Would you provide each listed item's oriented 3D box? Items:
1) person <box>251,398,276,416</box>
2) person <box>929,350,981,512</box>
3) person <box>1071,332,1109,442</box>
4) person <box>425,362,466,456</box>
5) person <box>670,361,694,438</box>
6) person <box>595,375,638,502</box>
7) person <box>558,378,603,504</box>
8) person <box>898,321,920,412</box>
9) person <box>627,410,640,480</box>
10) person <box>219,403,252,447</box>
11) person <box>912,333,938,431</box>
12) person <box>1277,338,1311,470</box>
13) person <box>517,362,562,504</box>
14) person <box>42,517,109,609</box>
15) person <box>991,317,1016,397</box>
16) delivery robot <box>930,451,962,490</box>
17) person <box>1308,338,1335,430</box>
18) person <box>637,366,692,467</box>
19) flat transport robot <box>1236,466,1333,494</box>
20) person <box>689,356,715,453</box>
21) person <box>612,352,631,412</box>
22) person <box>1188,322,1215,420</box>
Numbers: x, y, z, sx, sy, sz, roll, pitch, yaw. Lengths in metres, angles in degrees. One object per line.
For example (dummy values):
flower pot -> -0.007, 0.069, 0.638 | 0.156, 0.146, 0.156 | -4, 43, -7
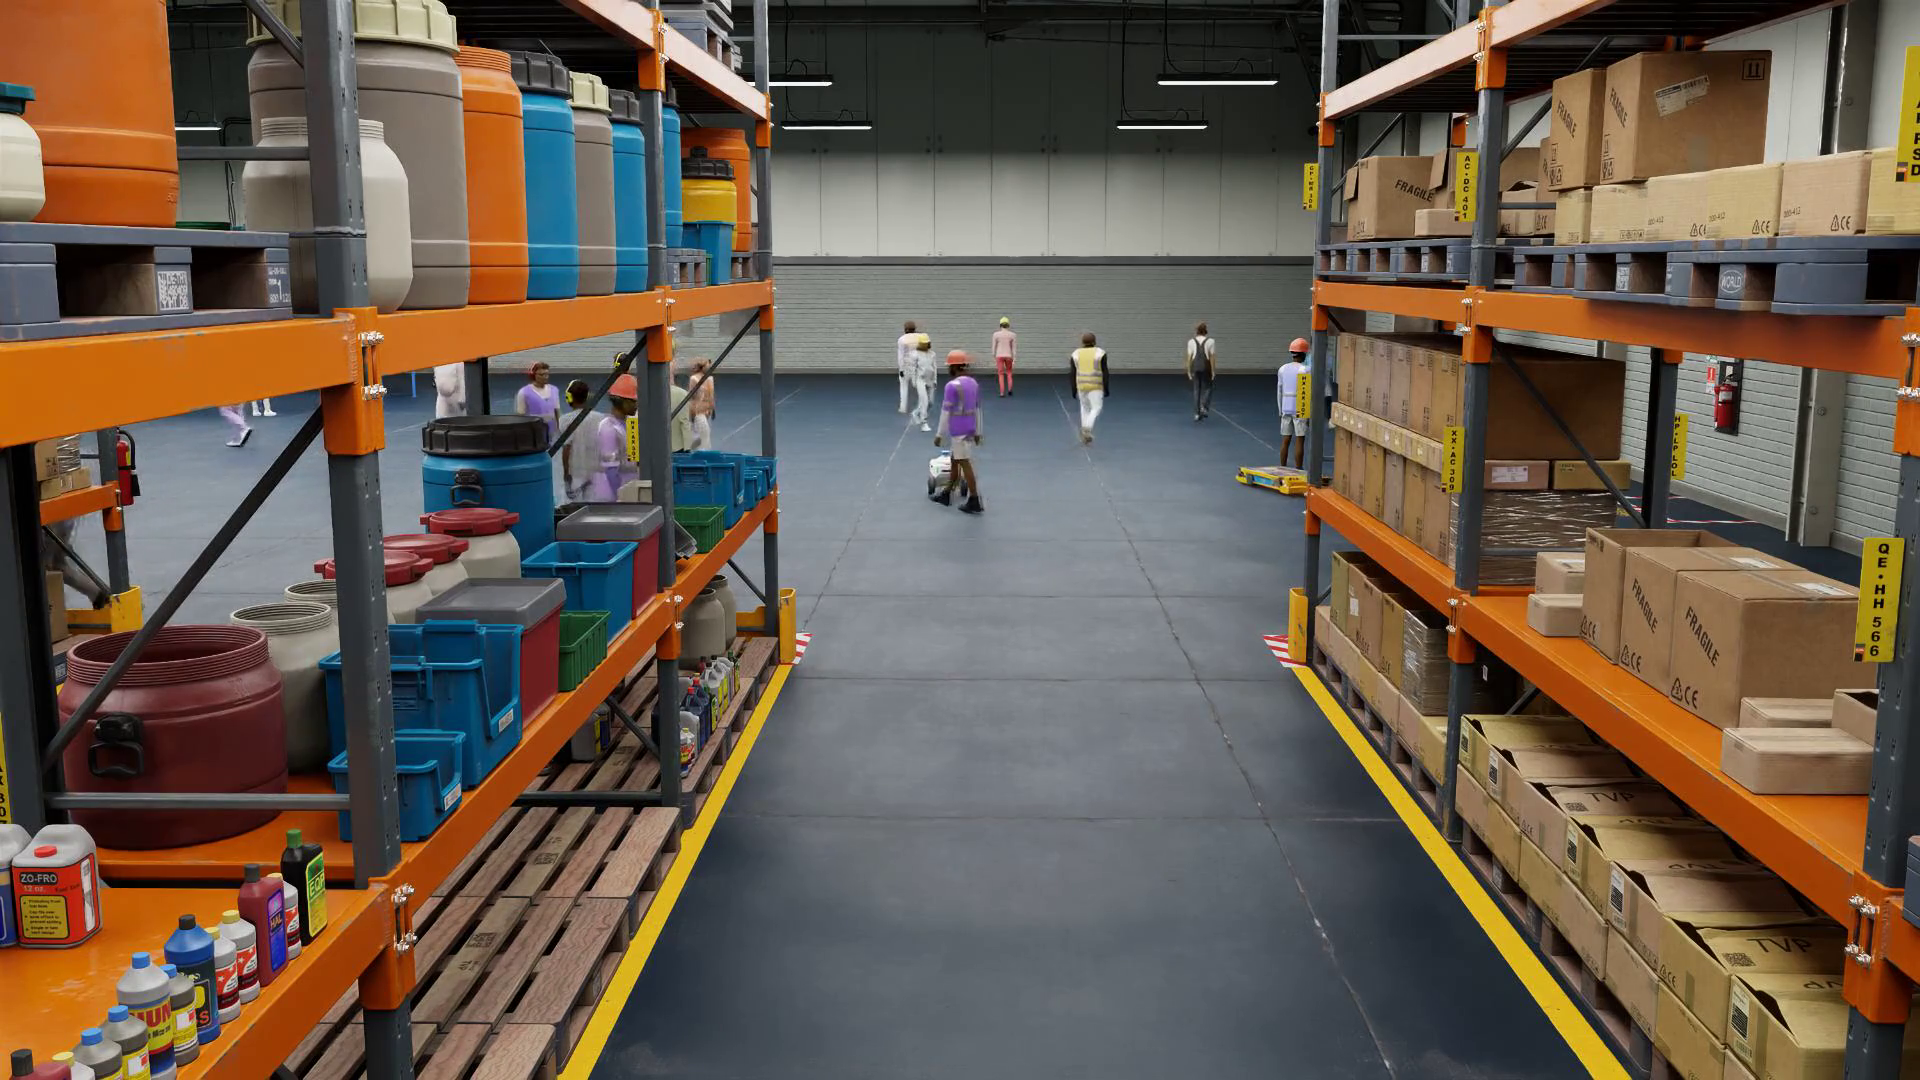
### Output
person -> -13.528, -3.327, 32.084 | 0.514, 1.871, 0.327 | 1, 10, 6
person -> -0.099, -1.303, 19.832 | 0.913, 1.899, 0.560 | 7, 12, 34
person -> 2.106, -2.503, 27.296 | 0.632, 1.820, 0.689 | 5, 11, 25
person -> -7.764, -2.197, 25.427 | 0.652, 1.852, 1.070 | 4, 10, 21
person -> -4.680, -2.349, 26.664 | 0.911, 1.723, 0.535 | -6, 11, -33
person -> -2.795, -0.361, 13.855 | 0.448, 2.022, 0.625 | 1, 9, 3
person -> -3.610, -0.611, 15.863 | 0.522, 1.855, 0.401 | -8, 13, -41
person -> -0.934, -3.405, 32.727 | 0.628, 1.820, 0.838 | -5, 11, -27
person -> -3.711, -1.077, 19.296 | 0.557, 1.625, 0.379 | 2, 10, 12
person -> -11.574, -2.419, 26.564 | 0.582, 1.895, 0.655 | 4, 10, 22
person -> -0.661, -2.800, 29.366 | 0.491, 1.721, 0.576 | -7, 12, -37
person -> 4.515, -1.733, 22.330 | 0.374, 1.939, 0.545 | -8, 12, -38
person -> -4.789, -1.160, 19.285 | 0.837, 1.801, 0.554 | 5, 11, 28
person -> -7.122, -0.121, 13.114 | 0.614, 1.793, 0.600 | 0, 9, 2
person -> 0.954, -4.030, 36.651 | 0.531, 1.755, 0.483 | -2, 10, -10
delivery robot -> -0.183, -0.897, 21.304 | 0.477, 0.478, 0.707 | -1, 10, -7
person -> 6.418, -2.801, 29.616 | 0.537, 1.652, 0.894 | -3, 10, -19
person -> -3.149, -0.971, 17.629 | 0.638, 1.986, 0.415 | 3, 10, 19
flat transport robot -> 4.255, -0.804, 21.881 | 0.652, 0.197, 1.431 | -3, 10, -18
person -> -3.765, -1.838, 23.943 | 0.690, 1.617, 0.521 | 5, 10, 25
person -> -4.106, -1.360, 20.346 | 0.323, 1.865, 0.517 | 5, 11, 26
person -> 4.563, -3.186, 31.374 | 0.523, 1.828, 0.488 | 3, 10, 18
